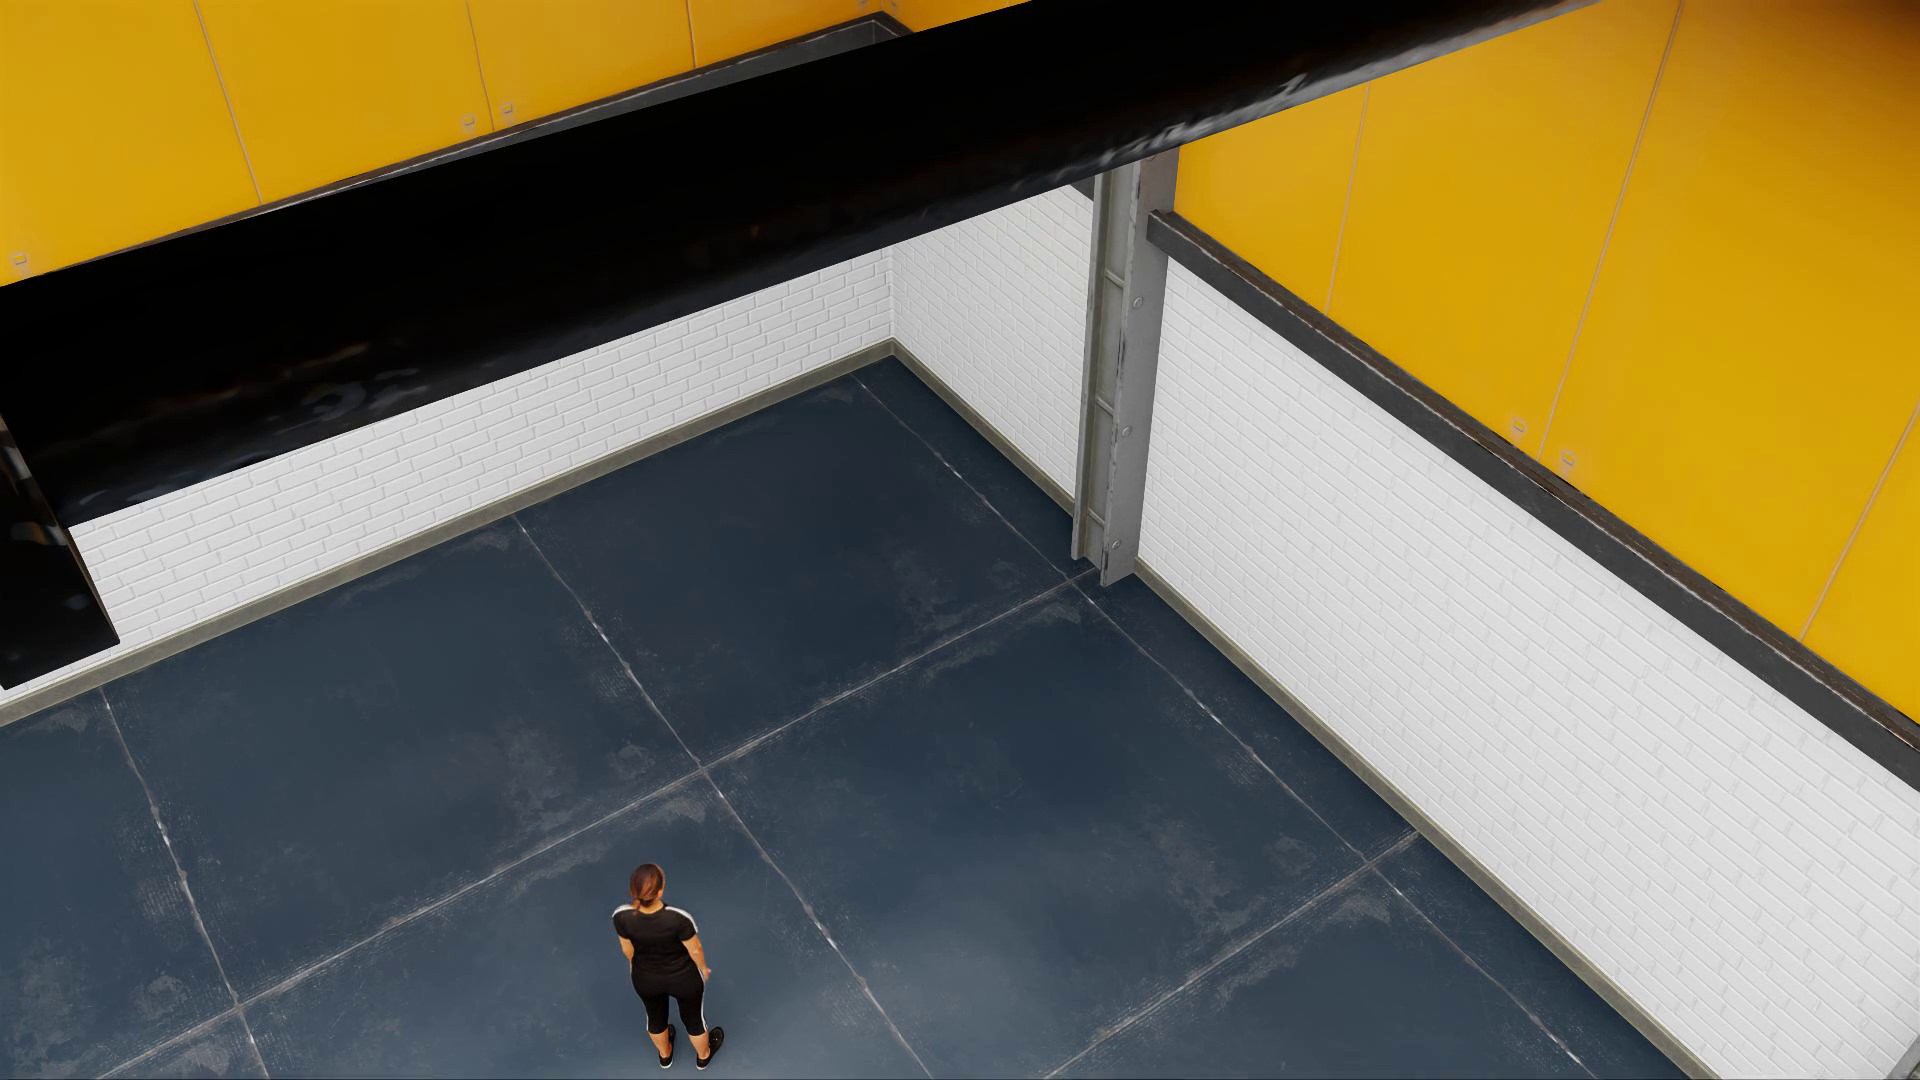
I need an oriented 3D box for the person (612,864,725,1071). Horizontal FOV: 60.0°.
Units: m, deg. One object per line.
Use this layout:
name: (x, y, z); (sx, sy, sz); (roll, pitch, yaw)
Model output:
person: (-1.539, 2.258, 8.715); (0.657, 1.669, 0.703); (4, 44, 5)
